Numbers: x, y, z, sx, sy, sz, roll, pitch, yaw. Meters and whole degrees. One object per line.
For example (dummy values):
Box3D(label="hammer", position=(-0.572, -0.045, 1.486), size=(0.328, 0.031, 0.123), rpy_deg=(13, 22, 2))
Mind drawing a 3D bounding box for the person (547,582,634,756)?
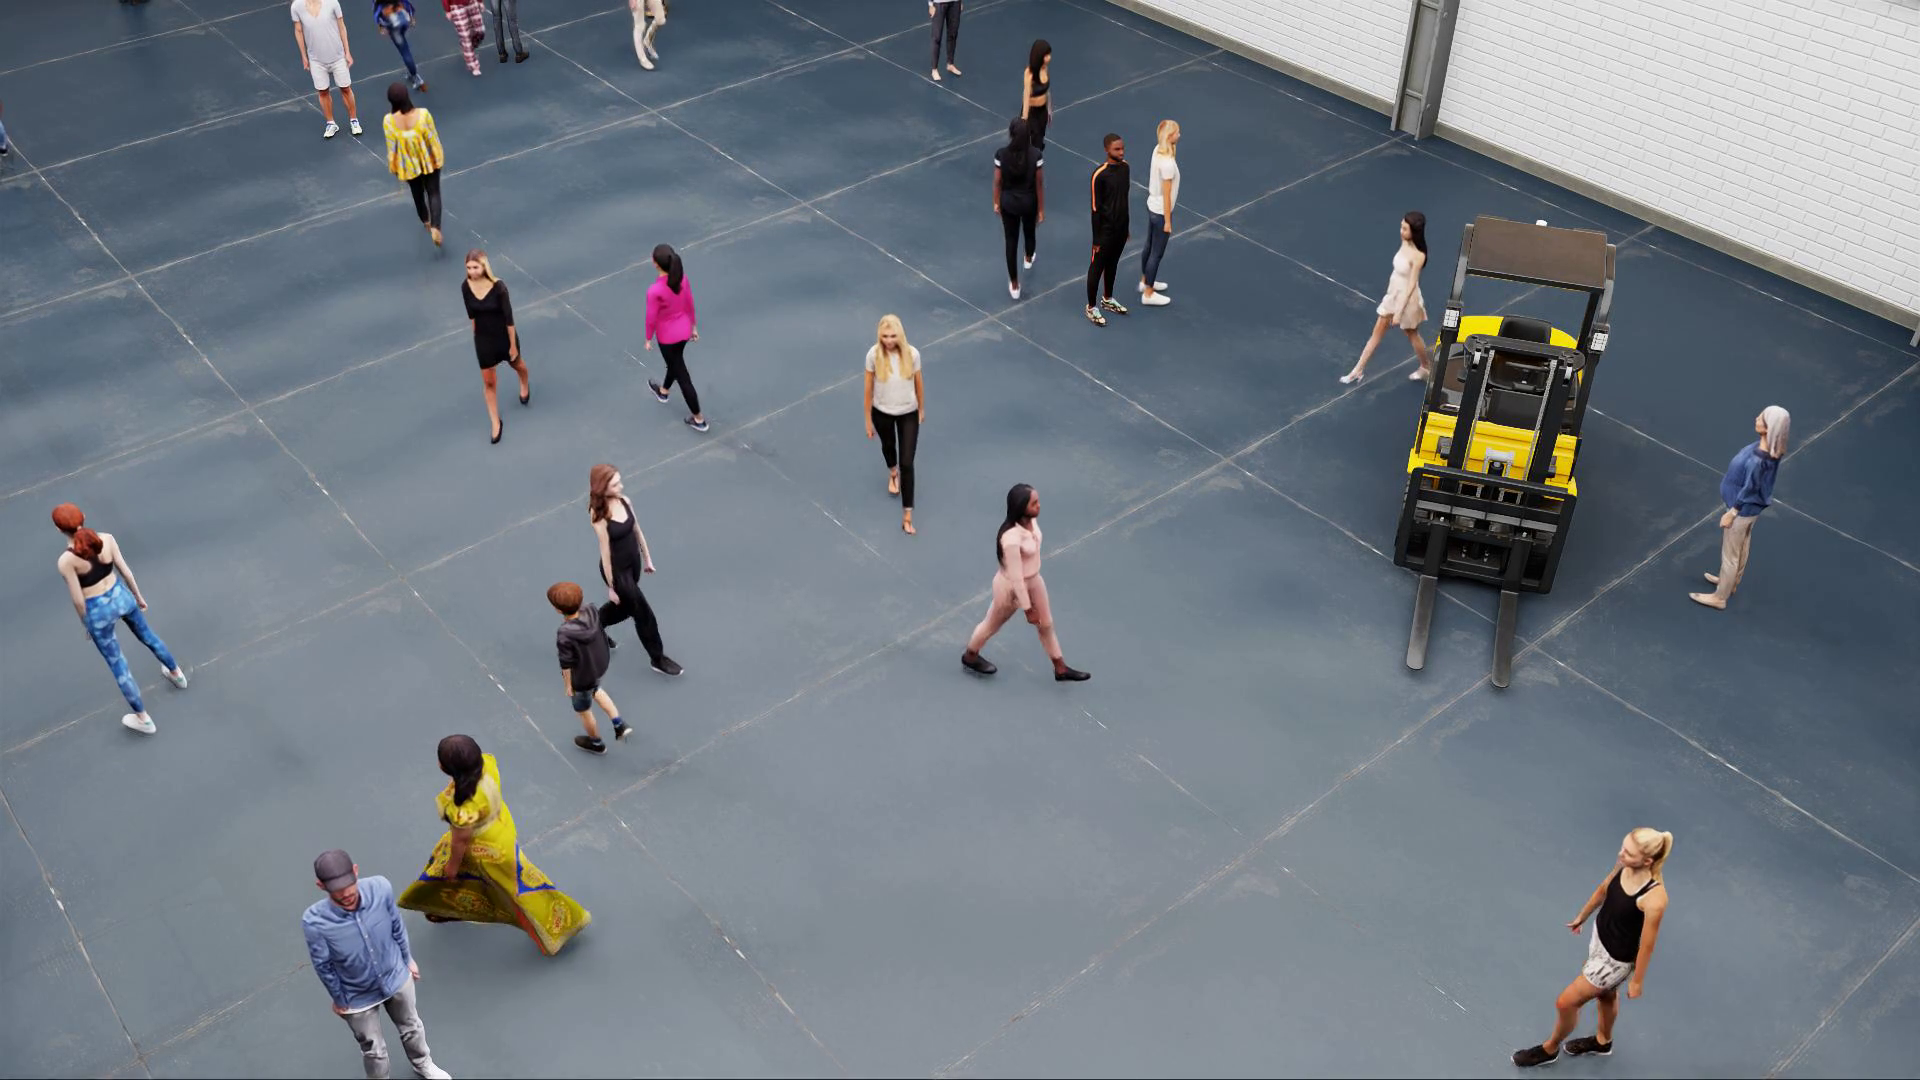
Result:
Box3D(label="person", position=(-2.388, 0.860, 10.818), size=(0.736, 1.438, 0.650), rpy_deg=(20, 43, 23))

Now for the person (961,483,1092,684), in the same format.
Box3D(label="person", position=(0.297, 0.334, 11.286), size=(1.241, 1.676, 0.974), rpy_deg=(15, 41, 18))

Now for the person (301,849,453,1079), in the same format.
Box3D(label="person", position=(-3.062, 2.291, 8.666), size=(0.647, 1.888, 0.568), rpy_deg=(-30, 47, -32))

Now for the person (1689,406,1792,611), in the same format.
Box3D(label="person", position=(5.671, -0.238, 11.994), size=(0.614, 1.697, 0.651), rpy_deg=(28, 46, 30))

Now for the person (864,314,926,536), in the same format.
Box3D(label="person", position=(-0.522, -1.005, 12.886), size=(1.074, 1.772, 1.243), rpy_deg=(-3, 39, -3))

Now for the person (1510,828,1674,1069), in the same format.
Box3D(label="person", position=(3.570, 2.175, 8.861), size=(0.962, 1.824, 0.918), rpy_deg=(0, 39, 0))

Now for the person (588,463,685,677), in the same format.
Box3D(label="person", position=(-2.396, 0.185, 11.443), size=(1.134, 1.713, 0.943), rpy_deg=(10, 40, 12))

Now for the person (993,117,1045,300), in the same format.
Box3D(label="person", position=(0.545, -3.063, 15.516), size=(1.041, 1.706, 1.130), rpy_deg=(2, 39, 2))

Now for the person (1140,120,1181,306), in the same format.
Box3D(label="person", position=(1.841, -3.045, 15.411), size=(0.718, 1.809, 0.621), rpy_deg=(-5, 39, -6))

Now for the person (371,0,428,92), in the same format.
Box3D(label="person", position=(-6.456, -5.943, 19.203), size=(0.758, 1.605, 0.722), rpy_deg=(26, 45, 29))

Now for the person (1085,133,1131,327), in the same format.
Box3D(label="person", position=(1.357, -2.857, 15.176), size=(0.627, 1.809, 0.538), rpy_deg=(-31, 48, -33))

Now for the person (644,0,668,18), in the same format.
Box3D(label="person", position=(-3.931, -7.534, 21.110), size=(0.750, 1.711, 0.663), rpy_deg=(-2, 39, -2))

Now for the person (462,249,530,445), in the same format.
Box3D(label="person", position=(-3.821, -1.696, 13.860), size=(0.998, 1.635, 1.078), rpy_deg=(3, 39, 3))

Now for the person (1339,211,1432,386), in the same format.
Box3D(label="person", position=(3.881, -1.999, 14.206), size=(1.005, 1.676, 1.082), rpy_deg=(-6, 39, -7))

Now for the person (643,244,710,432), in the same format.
Box3D(label="person", position=(-2.297, -1.638, 13.767), size=(1.073, 1.671, 0.747), rpy_deg=(25, 45, 28))

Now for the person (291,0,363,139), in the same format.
Box3D(label="person", position=(-6.954, -5.350, 18.261), size=(0.759, 1.854, 0.725), rpy_deg=(-9, 40, -11))

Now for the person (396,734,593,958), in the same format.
Box3D(label="person", position=(-2.627, 1.768, 9.561), size=(1.335, 1.599, 1.393), rpy_deg=(-2, 39, -2))

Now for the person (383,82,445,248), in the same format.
Box3D(label="person", position=(-5.305, -3.650, 16.316), size=(0.992, 1.624, 1.145), rpy_deg=(-7, 39, -8))

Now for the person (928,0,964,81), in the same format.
Box3D(label="person", position=(-0.174, -6.331, 19.557), size=(0.655, 1.769, 0.595), rpy_deg=(-20, 43, -23))

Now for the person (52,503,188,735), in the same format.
Box3D(label="person", position=(-5.604, 0.487, 11.025), size=(0.803, 1.773, 0.818), rpy_deg=(20, 43, 23))

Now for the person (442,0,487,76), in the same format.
Box3D(label="person", position=(-5.910, -6.375, 19.675), size=(0.685, 1.690, 0.702), rpy_deg=(-23, 44, -26))

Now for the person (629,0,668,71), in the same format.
Box3D(label="person", position=(-3.832, -6.533, 19.759), size=(0.683, 1.832, 0.686), rpy_deg=(-31, 48, -33))

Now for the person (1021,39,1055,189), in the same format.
Box3D(label="person", position=(0.705, -4.429, 17.284), size=(0.683, 1.632, 0.643), rpy_deg=(24, 45, 27))

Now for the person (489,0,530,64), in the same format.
Box3D(label="person", position=(-5.506, -6.599, 19.884), size=(0.698, 1.779, 0.766), rpy_deg=(4, 39, 5))
